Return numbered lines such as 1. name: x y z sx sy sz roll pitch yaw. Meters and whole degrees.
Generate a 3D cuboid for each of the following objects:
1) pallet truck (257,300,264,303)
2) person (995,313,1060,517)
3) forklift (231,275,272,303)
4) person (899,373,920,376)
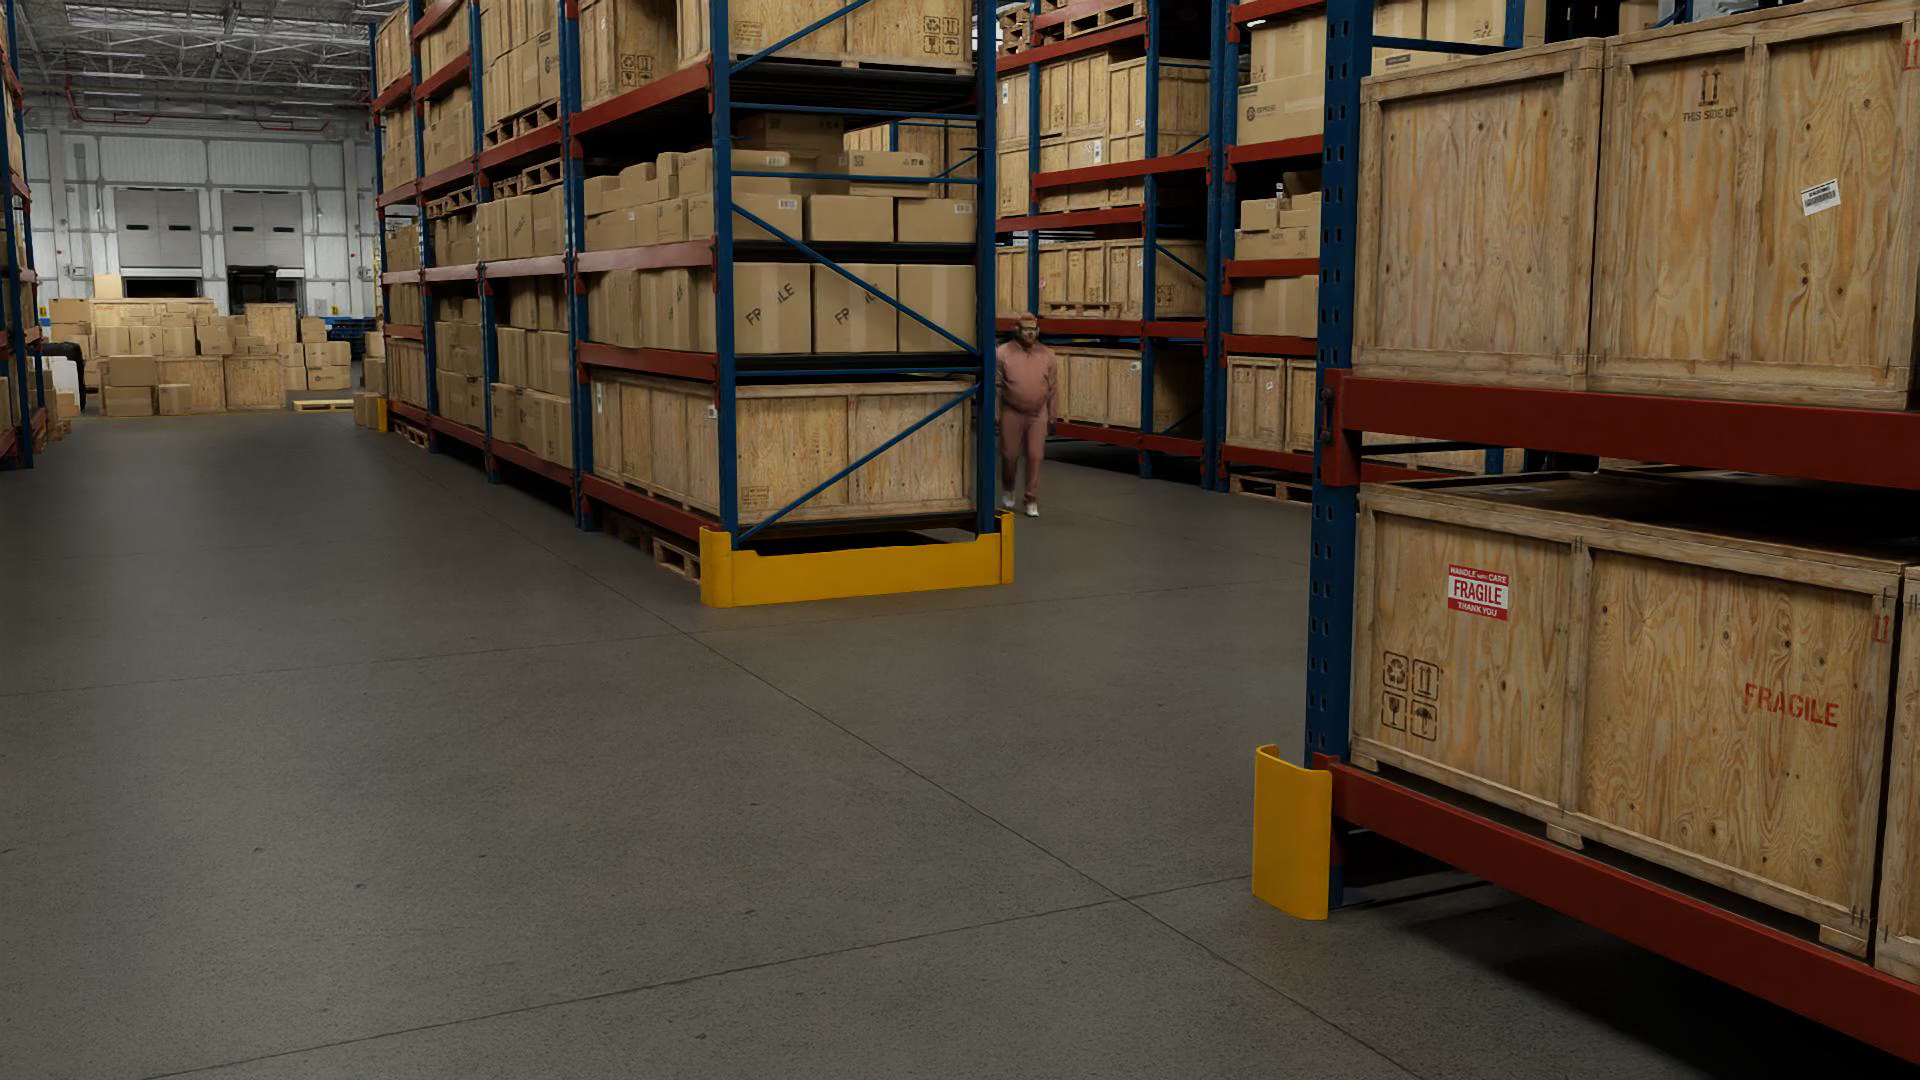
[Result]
1. pallet truck: -23.913 -7.404 58.171 1.885 1.965 0.823 -1 8 -9
2. person: 0.601 -1.165 15.491 0.668 1.893 0.500 -1 8 -8
3. forklift: -17.145 -5.261 40.370 1.129 2.768 1.873 -4 9 -26
4. person: -0.577 -1.071 15.536 0.541 1.696 0.315 5 9 29
